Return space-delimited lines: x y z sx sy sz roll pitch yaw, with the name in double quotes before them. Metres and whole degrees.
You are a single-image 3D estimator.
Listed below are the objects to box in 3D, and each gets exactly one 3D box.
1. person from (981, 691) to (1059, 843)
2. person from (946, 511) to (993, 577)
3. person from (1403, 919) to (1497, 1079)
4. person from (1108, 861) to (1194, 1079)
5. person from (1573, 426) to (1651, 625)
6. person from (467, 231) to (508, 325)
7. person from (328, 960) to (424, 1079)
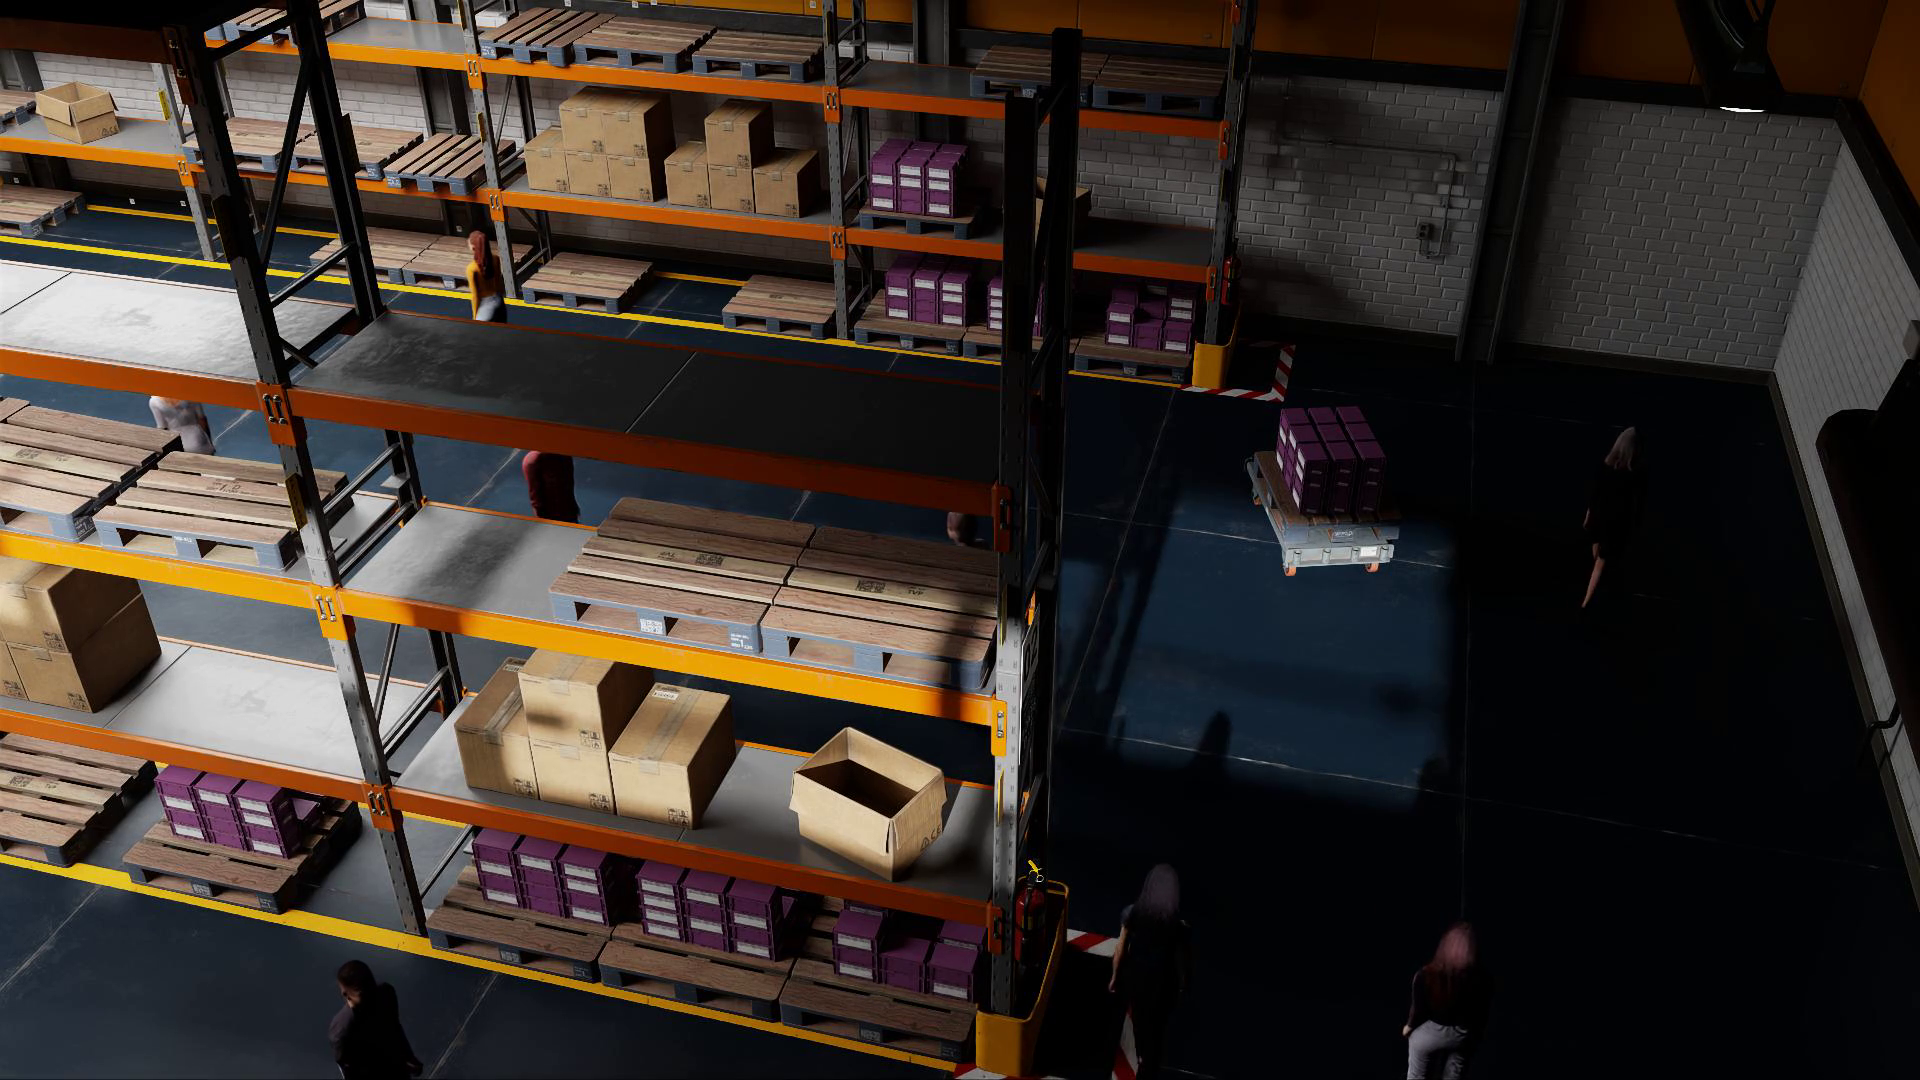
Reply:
"person" 0.419 1.375 11.331 0.888 1.685 0.719 17 37 24
"person" 0.150 0.635 12.319 1.123 1.822 1.340 -27 42 -35
"person" 2.719 2.742 9.342 0.516 1.609 0.690 4 34 5
"person" 1.053 2.600 9.475 0.628 1.698 0.684 11 35 16
"person" 5.275 -0.087 13.526 1.174 1.688 0.852 16 37 23
"person" -4.745 -2.317 16.825 0.662 1.751 0.649 20 39 27
"person" -3.119 2.907 8.955 0.526 1.762 0.647 10 35 15
